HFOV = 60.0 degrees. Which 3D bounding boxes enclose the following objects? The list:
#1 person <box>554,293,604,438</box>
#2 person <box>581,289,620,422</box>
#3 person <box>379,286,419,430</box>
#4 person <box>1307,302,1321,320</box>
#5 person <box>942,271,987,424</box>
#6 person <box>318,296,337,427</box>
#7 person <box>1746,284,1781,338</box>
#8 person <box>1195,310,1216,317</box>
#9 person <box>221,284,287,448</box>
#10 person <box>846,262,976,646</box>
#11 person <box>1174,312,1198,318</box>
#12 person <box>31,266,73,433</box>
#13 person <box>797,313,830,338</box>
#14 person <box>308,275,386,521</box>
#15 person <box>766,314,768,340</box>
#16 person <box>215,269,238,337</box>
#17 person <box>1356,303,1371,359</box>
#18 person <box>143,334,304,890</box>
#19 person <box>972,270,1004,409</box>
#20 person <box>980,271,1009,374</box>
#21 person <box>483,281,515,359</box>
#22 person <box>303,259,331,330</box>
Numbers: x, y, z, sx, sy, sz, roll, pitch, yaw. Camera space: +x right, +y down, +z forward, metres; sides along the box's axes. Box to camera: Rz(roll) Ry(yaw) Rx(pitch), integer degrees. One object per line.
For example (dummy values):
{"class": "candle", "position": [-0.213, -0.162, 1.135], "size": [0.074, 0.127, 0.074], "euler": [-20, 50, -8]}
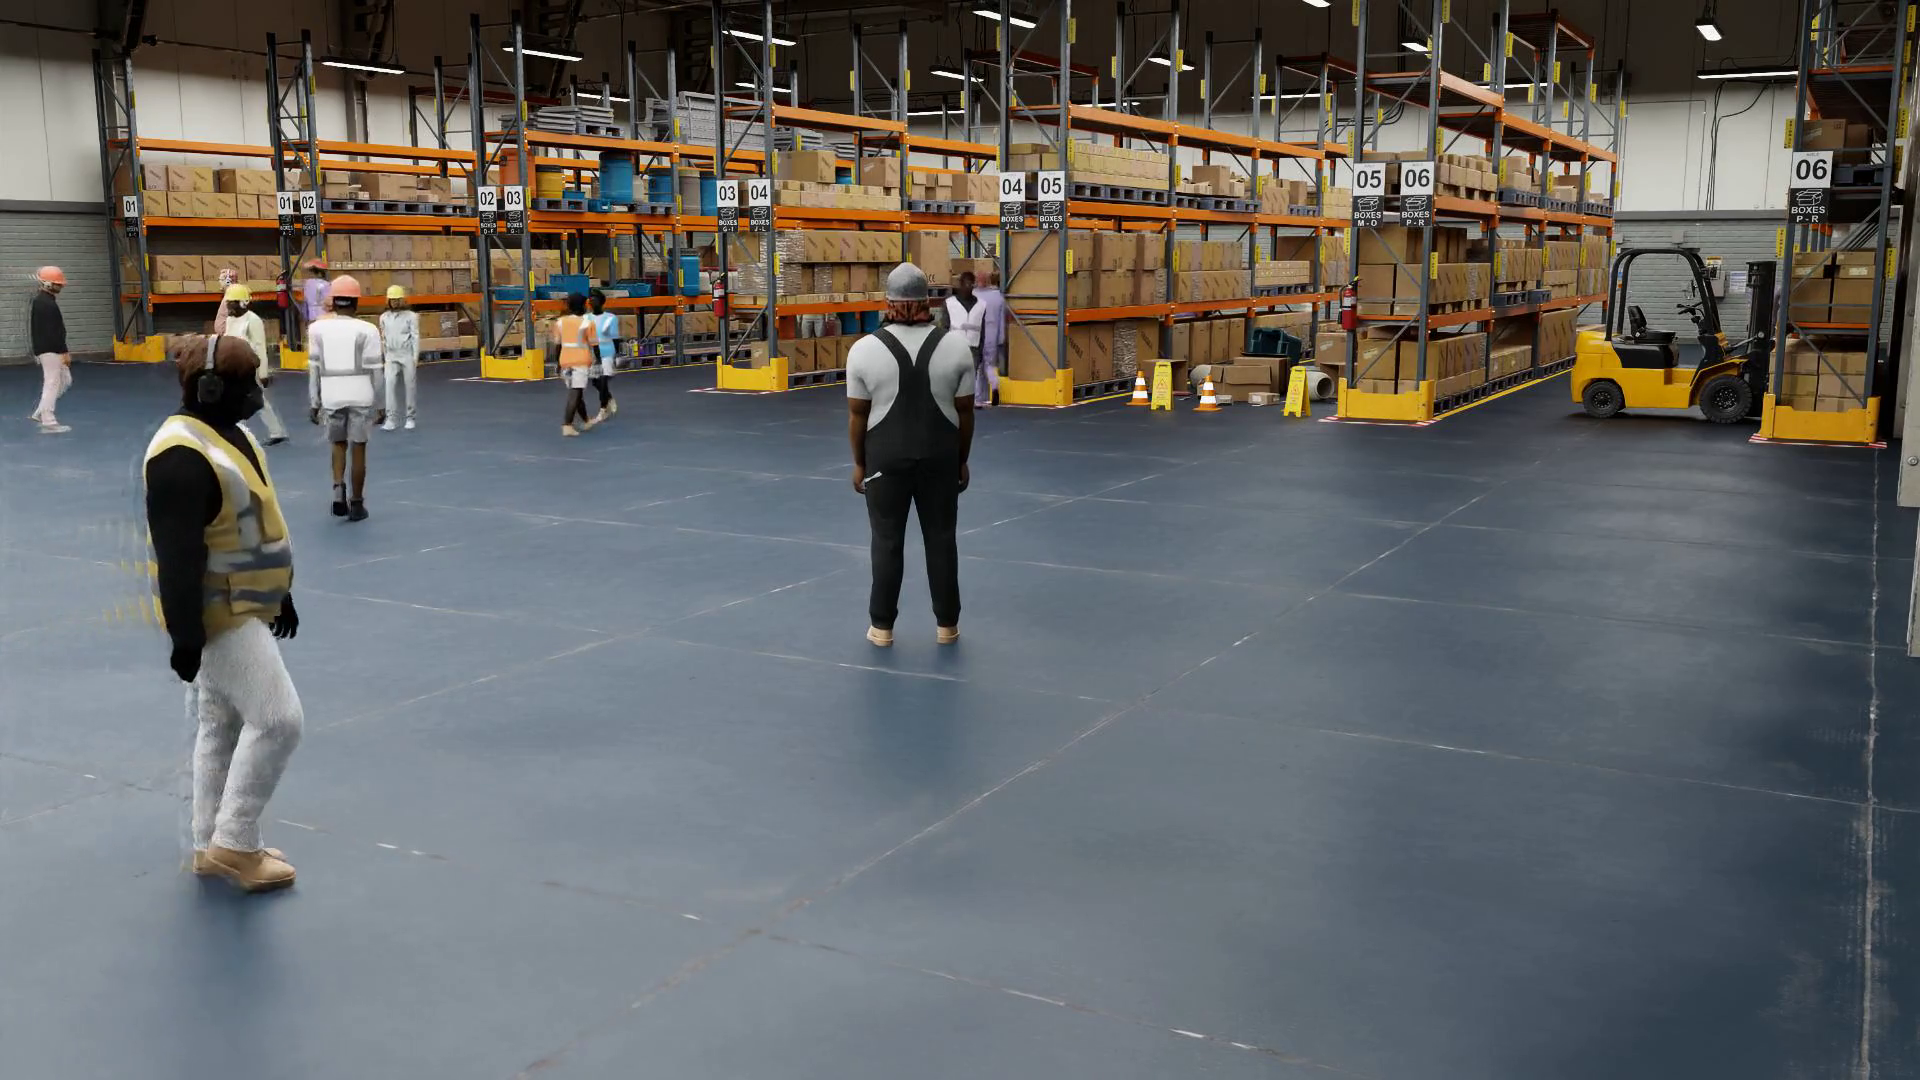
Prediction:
{"class": "person", "position": [-4.396, -2.029, 19.248], "size": [0.549, 1.642, 0.879], "euler": [4, 11, 25]}
{"class": "person", "position": [-4.517, -2.339, 21.027], "size": [0.555, 1.666, 0.705], "euler": [3, 10, 15]}
{"class": "person", "position": [-6.679, -2.154, 19.788], "size": [0.503, 1.713, 0.770], "euler": [0, 10, -1]}
{"class": "person", "position": [7.954, -5.181, 37.815], "size": [0.532, 1.615, 0.558], "euler": [0, 10, 1]}
{"class": "person", "position": [0.028, -2.408, 20.783], "size": [0.594, 1.894, 0.774], "euler": [-3, 10, -17]}
{"class": "person", "position": [-7.564, -2.195, 20.335], "size": [0.517, 1.615, 0.633], "euler": [7, 12, 35]}
{"class": "person", "position": [13.925, -3.787, 28.773], "size": [0.587, 1.920, 0.392], "euler": [5, 11, 28]}
{"class": "person", "position": [5.464, -5.273, 37.290], "size": [0.620, 1.986, 0.414], "euler": [1, 10, 7]}
{"class": "person", "position": [-7.637, -1.830, 17.731], "size": [0.604, 1.783, 0.947], "euler": [9, 13, 44]}
{"class": "person", "position": [-0.272, -0.453, 8.893], "size": [0.683, 2.000, 0.538], "euler": [-1, 10, -8]}
{"class": "person", "position": [4.320, -4.333, 31.993], "size": [0.544, 1.914, 0.778], "euler": [5, 11, 27]}
{"class": "person", "position": [-10.637, -2.223, 19.491], "size": [0.455, 1.961, 0.619], "euler": [-7, 12, -35]}
{"class": "person", "position": [-2.601, -3.923, 29.551], "size": [0.625, 1.931, 0.375], "euler": [0, 10, -1]}
{"class": "person", "position": [-4.780, -1.101, 13.019], "size": [0.577, 1.923, 0.400], "euler": [0, 10, -3]}
{"class": "person", "position": [-4.600, -5.912, 41.218], "size": [0.614, 1.942, 0.892], "euler": [5, 11, 27]}
{"class": "person", "position": [-9.394, -2.537, 21.486], "size": [0.408, 1.908, 0.641], "euler": [-3, 10, -19]}
{"class": "person", "position": [7.863, -4.433, 32.531], "size": [0.547, 1.922, 0.687], "euler": [4, 10, 20]}
{"class": "person", "position": [-2.366, 0.245, 5.456], "size": [0.511, 1.825, 0.636], "euler": [-2, 10, -13]}
{"class": "person", "position": [0.289, -2.701, 22.483], "size": [0.667, 1.888, 0.477], "euler": [-4, 11, -23]}
{"class": "person", "position": [0.560, -3.745, 28.813], "size": [0.522, 1.822, 0.755], "euler": [8, 12, 38]}
{"class": "person", "position": [-8.555, -4.004, 30.946], "size": [0.513, 1.606, 0.735], "euler": [3, 10, 19]}
{"class": "person", "position": [-10.974, -3.839, 28.757], "size": [0.649, 2.020, 0.723], "euler": [6, 11, 31]}
